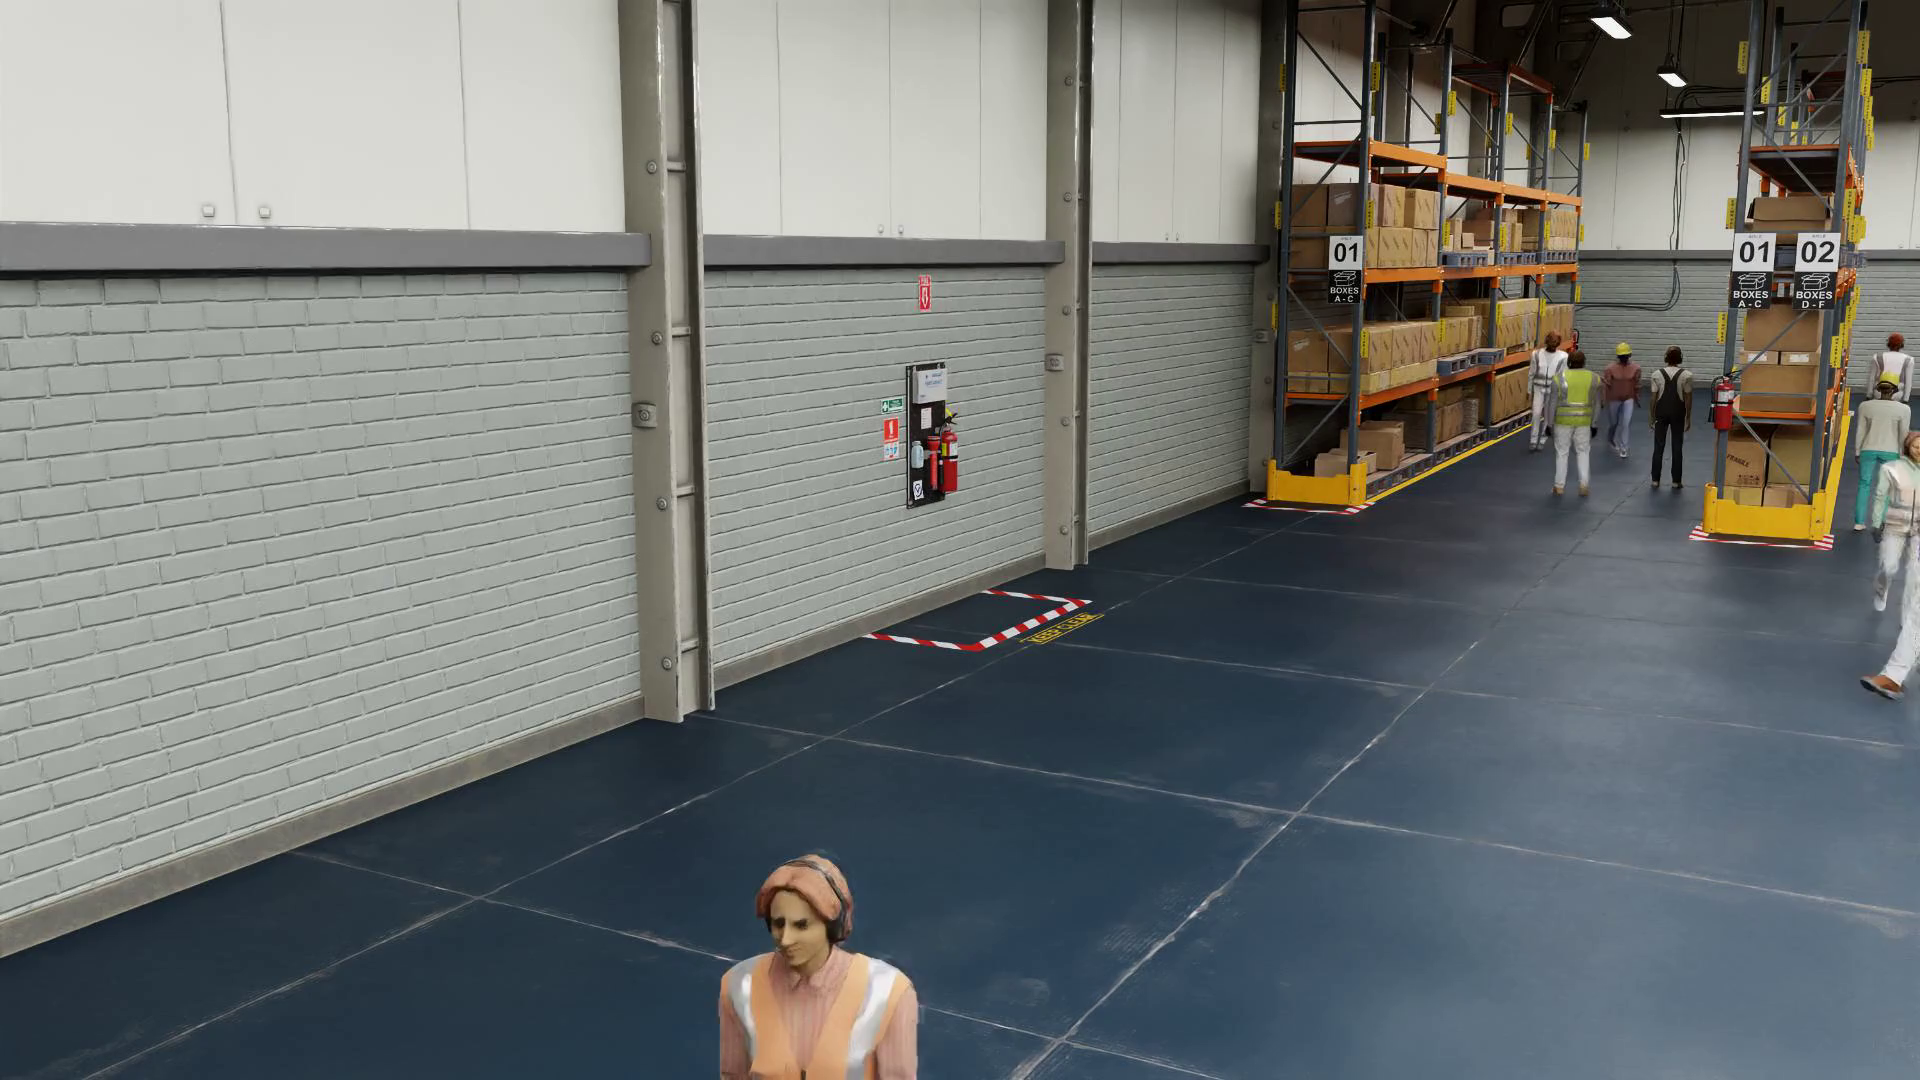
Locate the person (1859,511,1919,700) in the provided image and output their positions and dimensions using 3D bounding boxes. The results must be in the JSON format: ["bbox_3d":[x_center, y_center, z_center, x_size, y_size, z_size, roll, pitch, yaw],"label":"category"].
[{"bbox_3d":[6.513,0.169,11.056,0.957,1.896,0.656,-4,10,-20],"label":"person"}]

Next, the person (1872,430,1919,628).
[{"bbox_3d":[7.662,-0.098,13.455,0.522,1.618,0.610,4,10,22],"label":"person"}]

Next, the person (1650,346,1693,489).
[{"bbox_3d":[9.164,-1.580,21.464,0.508,1.846,0.345,5,11,27],"label":"person"}]

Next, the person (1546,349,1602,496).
[{"bbox_3d":[7.677,-1.471,20.837,0.635,1.842,0.429,1,10,5],"label":"person"}]

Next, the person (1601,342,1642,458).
[{"bbox_3d":[9.927,-2.122,24.983,0.568,1.726,0.744,3,10,16],"label":"person"}]

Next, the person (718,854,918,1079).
[{"bbox_3d":[-0.314,1.511,4.031,0.515,1.617,0.705,2,10,11],"label":"person"}]

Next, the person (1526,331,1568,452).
[{"bbox_3d":[8.939,-2.243,25.347,0.603,1.839,0.943,4,10,22],"label":"person"}]

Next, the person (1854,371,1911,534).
[{"bbox_3d":[9.991,-0.951,18.042,0.517,1.757,0.335,8,12,37],"label":"person"}]

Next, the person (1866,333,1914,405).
[{"bbox_3d":[13.906,-2.172,24.885,0.575,1.863,0.864,4,10,22],"label":"person"}]
